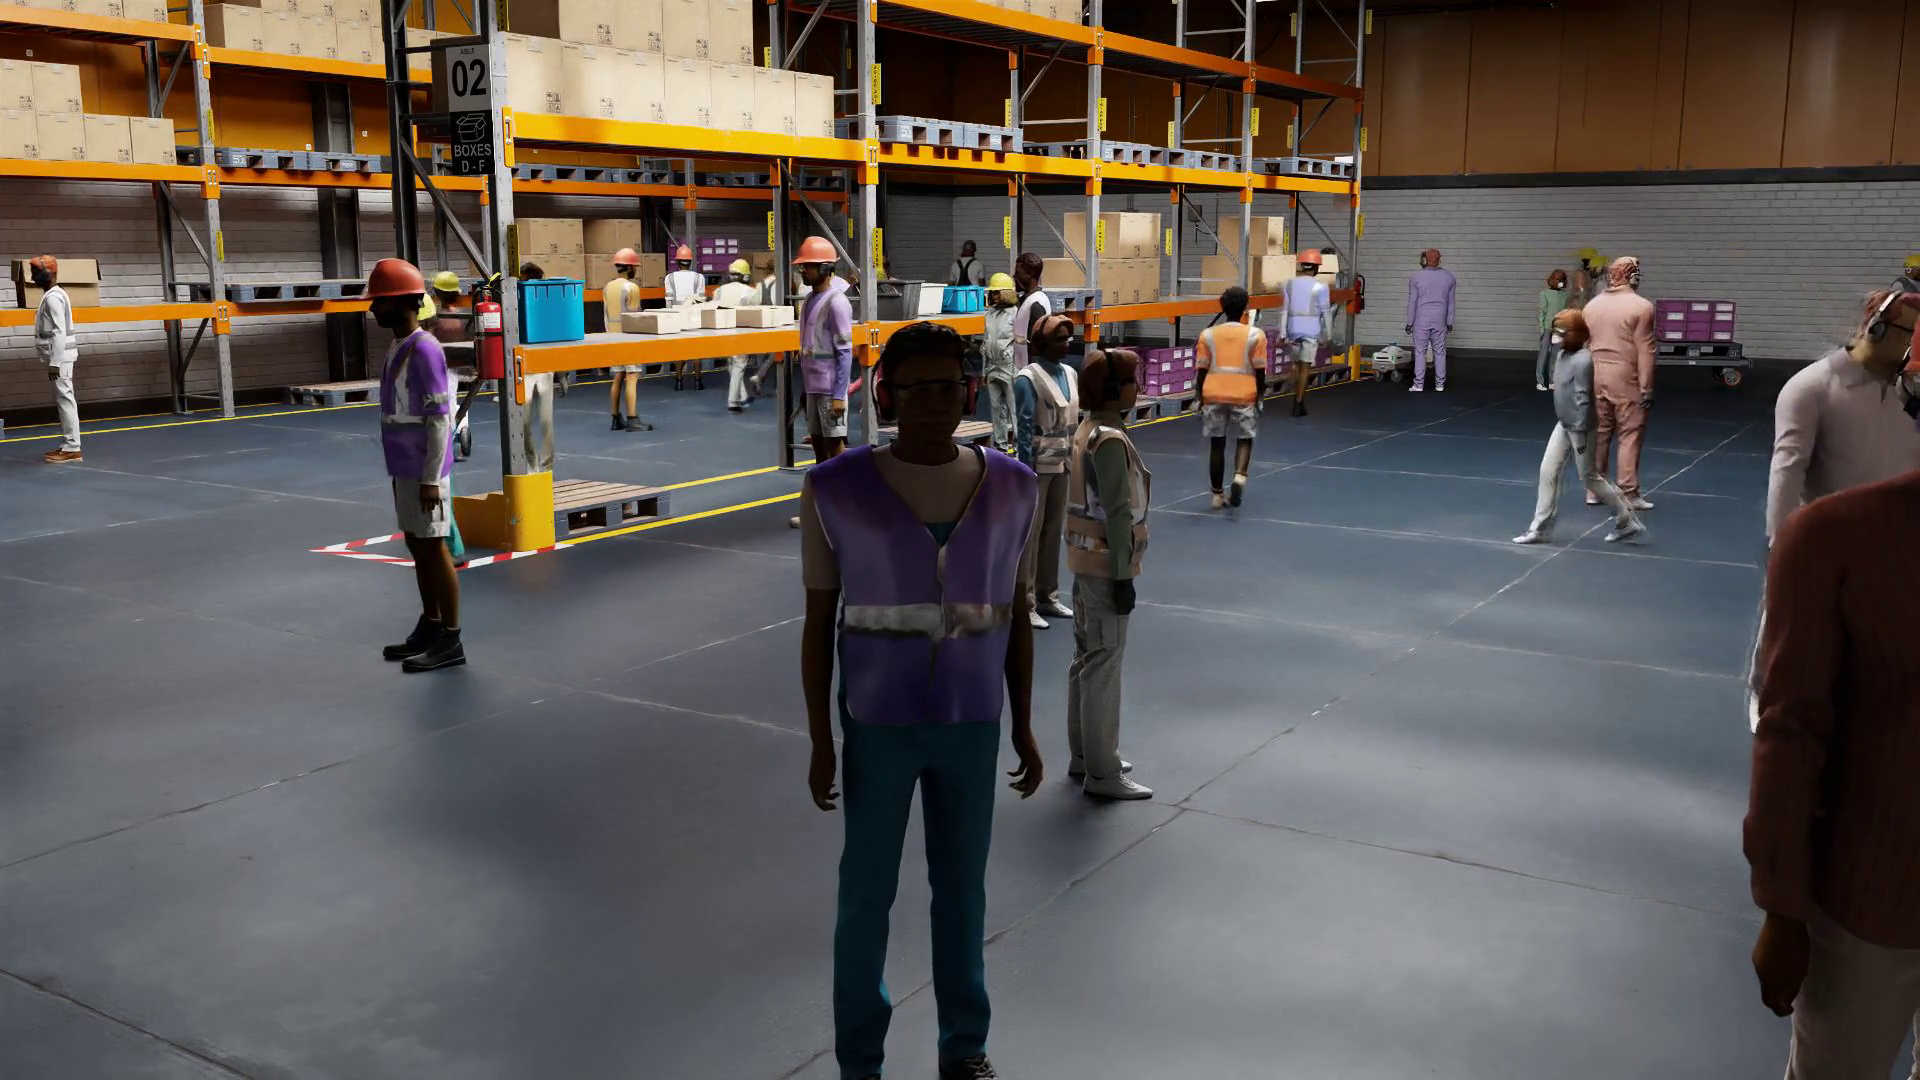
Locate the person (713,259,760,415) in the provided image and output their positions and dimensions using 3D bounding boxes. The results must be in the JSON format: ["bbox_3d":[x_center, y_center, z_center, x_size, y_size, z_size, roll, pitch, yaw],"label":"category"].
[{"bbox_3d":[-2.570,-2.390,19.564,0.605,1.785,0.896,4,11,23],"label":"person"}]

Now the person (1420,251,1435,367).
[{"bbox_3d":[7.461,-3.653,26.405,0.380,1.867,0.621,7,12,33],"label":"person"}]

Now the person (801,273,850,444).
[{"bbox_3d":[-1.314,-1.902,16.451,0.629,1.940,0.372,8,13,38],"label":"person"}]

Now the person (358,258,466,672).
[{"bbox_3d":[-2.586,-0.346,7.833,0.375,1.935,0.550,-7,12,-33],"label":"person"}]

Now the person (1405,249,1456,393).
[{"bbox_3d":[6.246,-2.912,22.137,0.651,1.906,0.401,-1,10,-4],"label":"person"}]

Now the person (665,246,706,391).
[{"bbox_3d":[-3.683,-2.974,22.392,0.552,1.937,0.356,-1,10,-6],"label":"person"}]

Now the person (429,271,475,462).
[{"bbox_3d":[-4.634,-1.546,14.996,0.429,1.737,0.560,3,11,15],"label":"person"}]

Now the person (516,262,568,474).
[{"bbox_3d":[-3.520,-1.375,13.789,0.526,1.851,0.726,-2,10,-13],"label":"person"}]

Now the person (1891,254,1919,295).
[{"bbox_3d":[12.736,-2.912,22.332,0.590,1.836,0.404,-6,12,-31],"label":"person"}]

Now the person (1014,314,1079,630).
[{"bbox_3d":[0.459,-0.364,8.759,0.313,1.639,0.517,7,12,34],"label":"person"}]

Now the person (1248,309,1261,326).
[{"bbox_3d":[4.431,-3.526,25.771,0.501,1.814,0.954,4,11,20],"label":"person"}]

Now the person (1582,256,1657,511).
[{"bbox_3d":[4.976,-1.175,12.536,0.408,1.899,0.660,-5,11,-25],"label":"person"}]

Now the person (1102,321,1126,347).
[{"bbox_3d":[2.920,-4.611,31.466,0.629,1.940,0.372,-1,10,-7],"label":"person"}]

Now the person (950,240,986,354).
[{"bbox_3d":[0.185,-4.302,29.468,0.709,2.000,0.535,6,12,30],"label":"person"}]

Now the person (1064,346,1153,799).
[{"bbox_3d":[0.534,0.117,6.087,0.307,1.644,0.514,-1,10,-7],"label":"person"}]

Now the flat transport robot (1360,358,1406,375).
[{"bbox_3d":[6.096,-2.636,25.142,0.652,0.197,1.431,-8,13,-39],"label":"flat transport robot"}]

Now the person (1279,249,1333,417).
[{"bbox_3d":[4.027,-2.390,19.211,0.576,1.912,0.694,8,13,36],"label":"person"}]

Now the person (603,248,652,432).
[{"bbox_3d":[-3.519,-2.114,17.638,0.551,1.932,0.378,9,14,42],"label":"person"}]

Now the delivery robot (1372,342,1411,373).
[{"bbox_3d":[6.225,-2.613,23.970,0.477,0.478,0.707,8,13,36],"label":"delivery robot"}]

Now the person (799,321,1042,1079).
[{"bbox_3d":[-0.087,0.425,3.812,0.563,1.847,0.390,-4,11,-20],"label":"person"}]

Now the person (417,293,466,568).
[{"bbox_3d":[-3.270,-0.671,10.226,0.342,1.721,0.699,-4,11,-21],"label":"person"}]

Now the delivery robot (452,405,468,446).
[{"bbox_3d":[-4.883,-1.136,15.784,0.477,0.478,0.707,-2,10,-9],"label":"delivery robot"}]

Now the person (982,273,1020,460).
[{"bbox_3d":[0.376,-1.487,14.712,0.346,1.737,0.485,-10,14,-43],"label":"person"}]

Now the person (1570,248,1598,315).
[{"bbox_3d":[9.655,-3.515,25.507,0.683,1.907,0.610,9,14,42],"label":"person"}]

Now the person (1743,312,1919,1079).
[{"bbox_3d":[1.545,0.563,2.636,0.612,1.995,0.377,-1,10,-6],"label":"person"}]

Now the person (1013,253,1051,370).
[{"bbox_3d":[0.596,-1.362,13.516,0.390,1.920,0.587,-1,10,-3],"label":"person"}]

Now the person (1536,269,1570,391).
[{"bbox_3d":[8.012,-2.832,22.451,0.497,1.633,0.287,-4,11,-22],"label":"person"}]

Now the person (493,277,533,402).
[{"bbox_3d":[-5.594,-2.696,20.704,0.623,1.989,0.400,5,11,24],"label":"person"}]

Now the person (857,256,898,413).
[{"bbox_3d":[-0.924,-2.391,19.436,0.625,1.844,0.429,1,10,7],"label":"person"}]

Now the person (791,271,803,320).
[{"bbox_3d":[-2.424,-3.587,26.174,0.633,1.808,0.821,4,11,20],"label":"person"}]

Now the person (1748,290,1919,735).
[{"bbox_3d":[3.411,-0.036,6.402,0.659,1.838,1.039,1,10,3],"label":"person"}]

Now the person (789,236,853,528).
[{"bbox_3d":[-0.960,-1.059,11.491,0.388,2.045,0.605,-5,12,-28],"label":"person"}]

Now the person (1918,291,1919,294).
[{"bbox_3d":[9.896,-1.862,17.101,0.498,1.629,0.276,5,11,25],"label":"person"}]

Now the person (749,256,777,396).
[{"bbox_3d":[-2.471,-2.745,21.471,0.519,1.818,0.771,7,12,34],"label":"person"}]

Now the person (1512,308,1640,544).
[{"bbox_3d":[4.130,-0.744,11.021,0.795,1.586,0.537,-1,10,-5],"label":"person"}]

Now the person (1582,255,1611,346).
[{"bbox_3d":[9.528,-3.323,24.705,0.694,1.804,0.597,3,11,16],"label":"person"}]

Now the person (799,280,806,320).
[{"bbox_3d":[-1.691,-2.456,19.784,0.429,1.847,0.627,1,10,5],"label":"person"}]

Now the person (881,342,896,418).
[{"bbox_3d":[-0.934,-2.203,18.942,0.311,1.642,0.513,-4,11,-22],"label":"person"}]

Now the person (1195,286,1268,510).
[{"bbox_3d":[1.997,-1.038,12.356,0.547,1.683,0.491,3,11,18],"label":"person"}]

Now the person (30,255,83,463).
[{"bbox_3d":[-8.246,-1.645,15.172,0.356,1.887,0.573,-5,12,-27],"label":"person"}]

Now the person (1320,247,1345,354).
[{"bbox_3d":[6.034,-3.774,26.876,0.574,1.918,0.649,4,11,23],"label":"person"}]

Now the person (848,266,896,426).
[{"bbox_3d":[-1.039,-2.105,18.107,0.601,1.747,0.530,-4,11,-19],"label":"person"}]
